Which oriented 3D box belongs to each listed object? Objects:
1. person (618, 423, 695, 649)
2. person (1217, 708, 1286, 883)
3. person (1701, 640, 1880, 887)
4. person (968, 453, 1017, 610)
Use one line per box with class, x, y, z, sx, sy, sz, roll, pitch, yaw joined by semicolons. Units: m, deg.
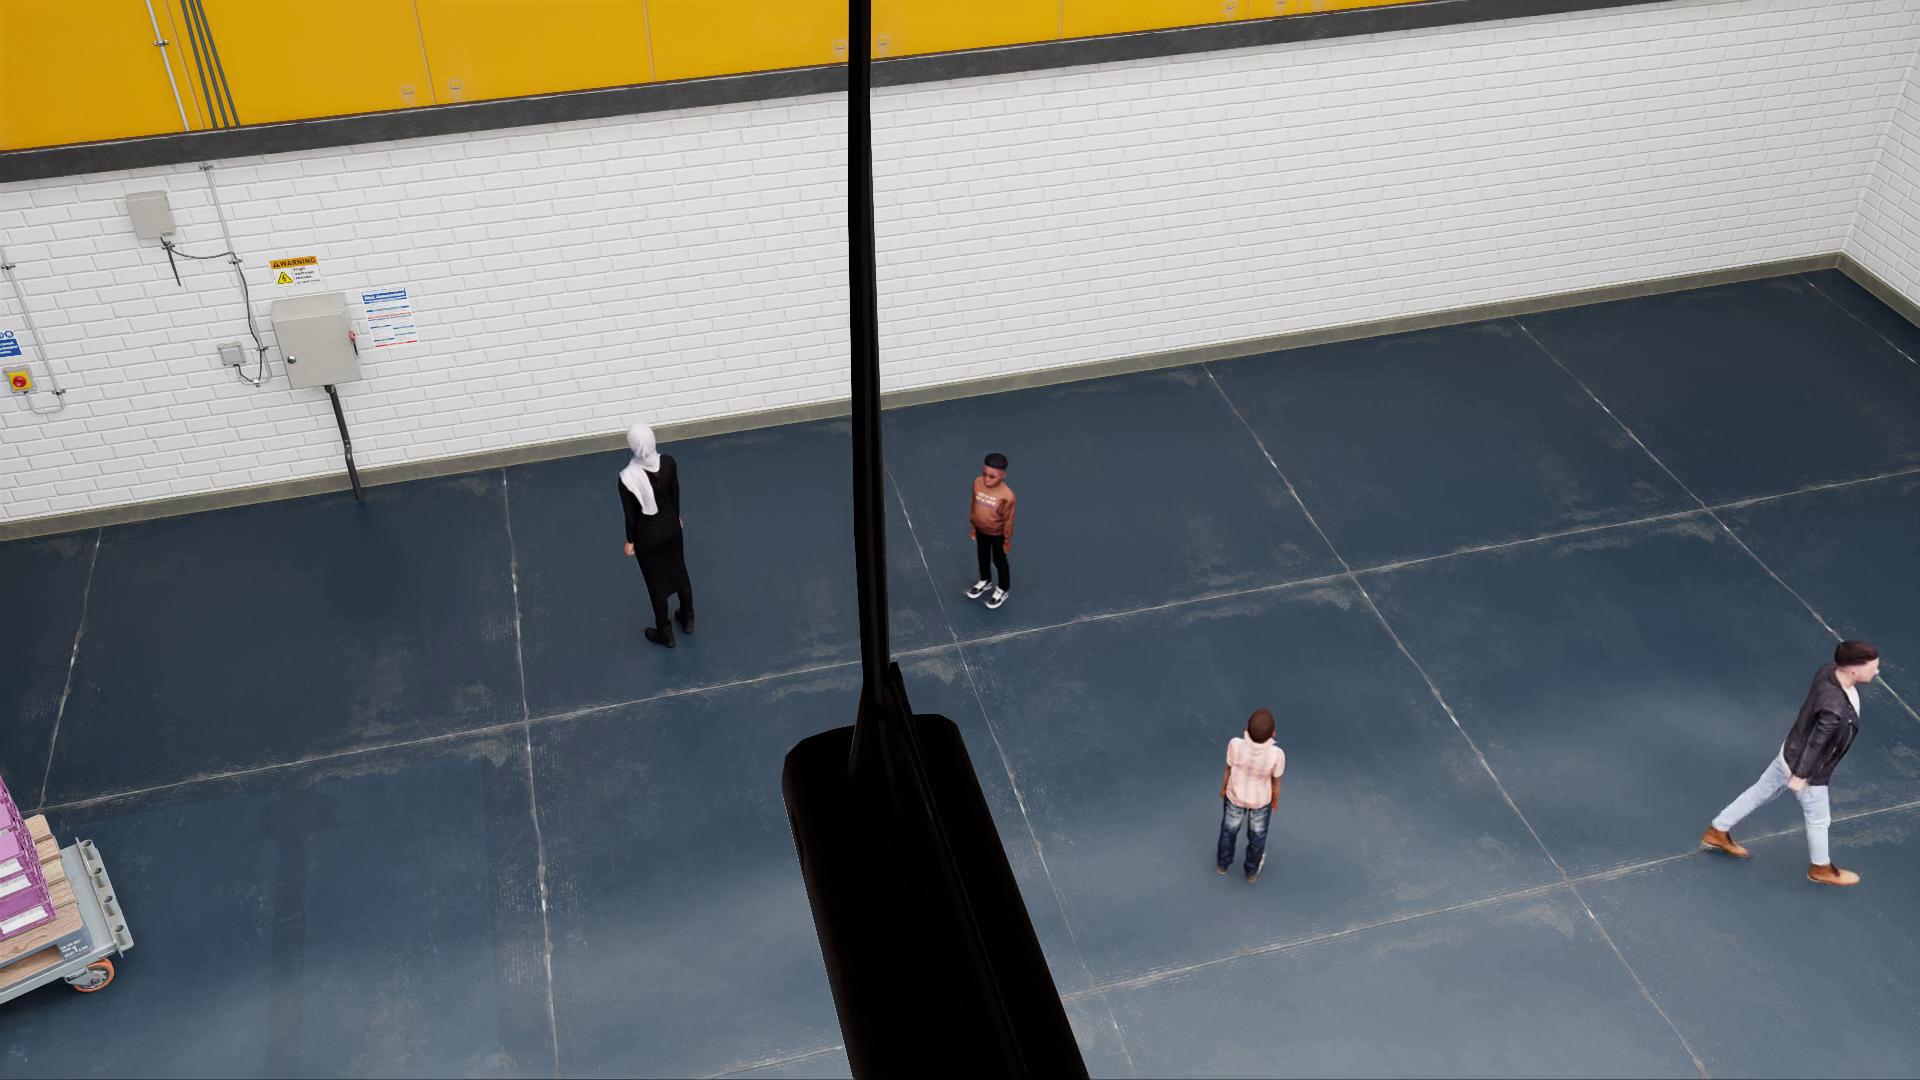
person;-2.023;-0.030;11.149;0.684;1.780;0.689;-31;48;-33
person;1.672;1.475;9.643;0.566;1.308;0.602;10;40;12
person;4.760;1.249;9.538;1.119;1.792;1.156;12;40;15
person;0.238;-0.092;11.649;0.565;1.253;0.652;27;46;30
